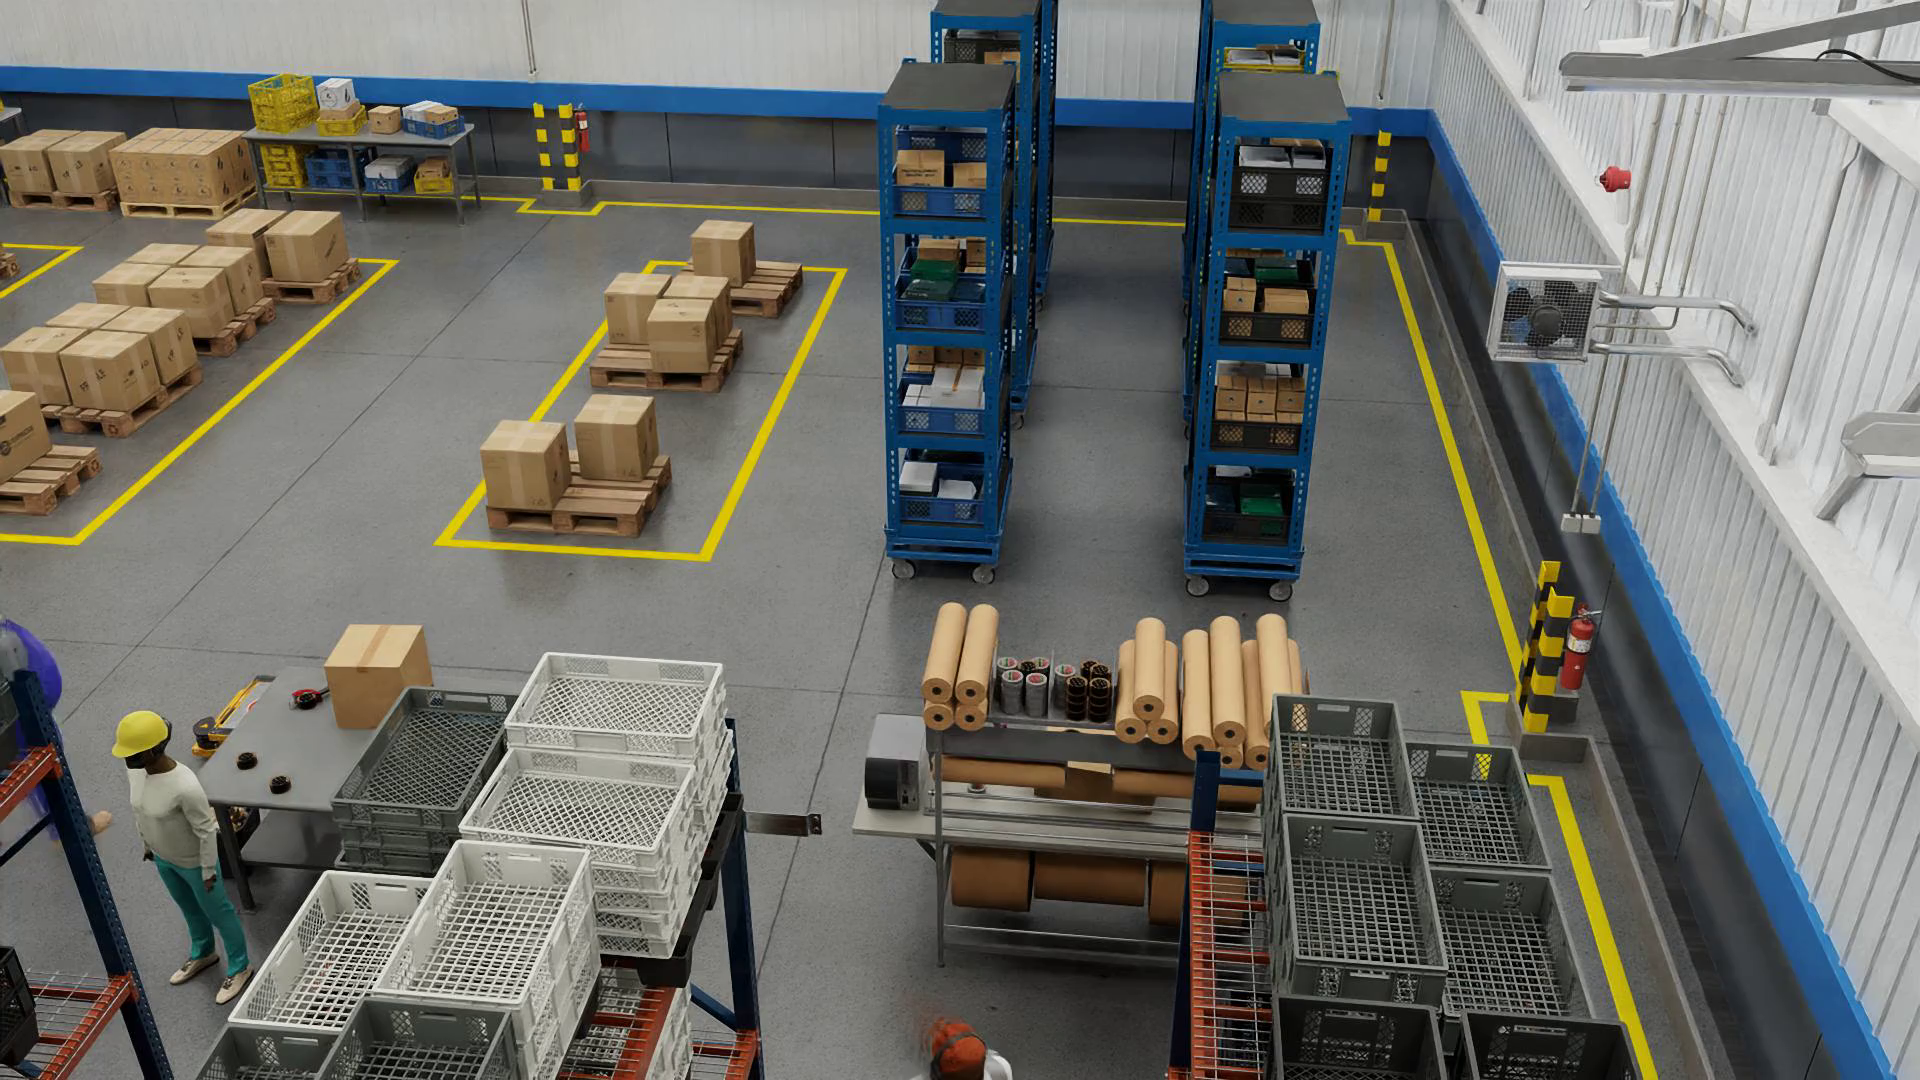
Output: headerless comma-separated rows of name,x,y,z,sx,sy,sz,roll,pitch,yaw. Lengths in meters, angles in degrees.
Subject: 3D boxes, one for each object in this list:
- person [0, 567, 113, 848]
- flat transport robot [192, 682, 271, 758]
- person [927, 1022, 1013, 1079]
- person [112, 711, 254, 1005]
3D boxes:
person,-5.383,0.933,9.312,0.690,2.000,0.686,22,37,33
flat transport robot,-4.089,1.163,10.648,1.431,0.197,0.652,3,30,6
person,-0.057,2.588,6.648,0.580,1.865,0.725,-20,36,-30
person,-3.960,1.597,8.441,0.521,1.768,0.310,15,33,24
